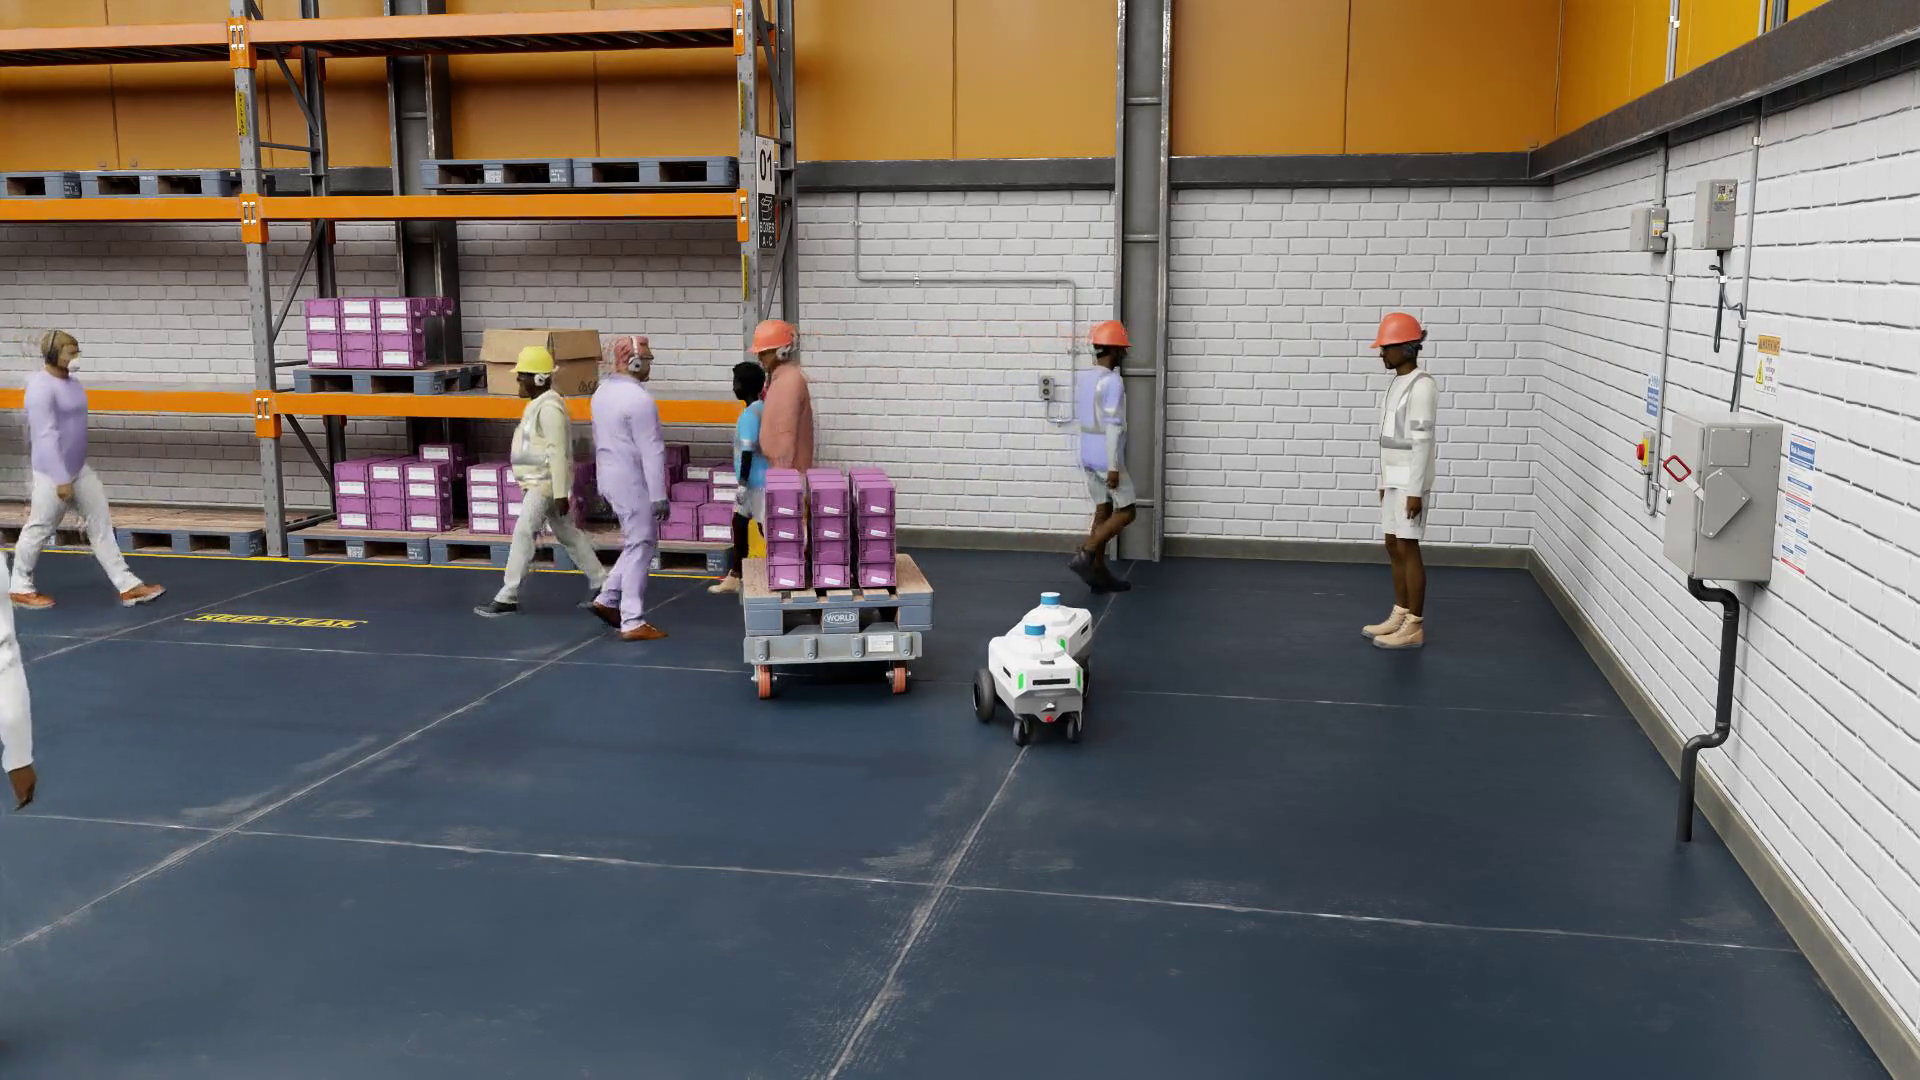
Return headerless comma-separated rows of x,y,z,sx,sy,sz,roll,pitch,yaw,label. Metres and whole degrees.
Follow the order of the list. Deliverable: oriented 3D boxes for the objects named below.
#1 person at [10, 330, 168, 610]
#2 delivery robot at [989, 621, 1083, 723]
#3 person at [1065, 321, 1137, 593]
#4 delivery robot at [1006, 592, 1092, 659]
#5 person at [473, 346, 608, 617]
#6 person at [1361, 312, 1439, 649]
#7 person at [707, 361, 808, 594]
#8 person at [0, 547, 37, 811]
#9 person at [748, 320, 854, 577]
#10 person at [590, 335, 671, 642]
-5.958,-0.454,11.122,1.039,1.882,0.655,0,9,-2,person
0.368,0.645,8.208,0.477,0.478,0.707,-2,10,-11,delivery robot
1.003,-0.569,11.655,0.455,1.925,0.553,-3,10,-19,person
0.482,0.525,8.930,0.477,0.478,0.707,3,10,16,delivery robot
-2.745,-0.394,11.038,0.942,1.789,0.604,-3,10,-18,person
2.669,-0.360,10.118,0.404,2.031,0.611,-1,9,-4,person
-1.337,-0.417,11.591,0.823,1.664,0.528,0,9,0,person
-2.979,0.624,4.677,0.603,1.860,0.599,1,9,3,person
-1.083,-0.498,11.143,0.693,1.962,0.630,-3,10,-17,person
-1.996,-0.312,10.254,0.424,1.894,0.650,-6,11,-30,person
